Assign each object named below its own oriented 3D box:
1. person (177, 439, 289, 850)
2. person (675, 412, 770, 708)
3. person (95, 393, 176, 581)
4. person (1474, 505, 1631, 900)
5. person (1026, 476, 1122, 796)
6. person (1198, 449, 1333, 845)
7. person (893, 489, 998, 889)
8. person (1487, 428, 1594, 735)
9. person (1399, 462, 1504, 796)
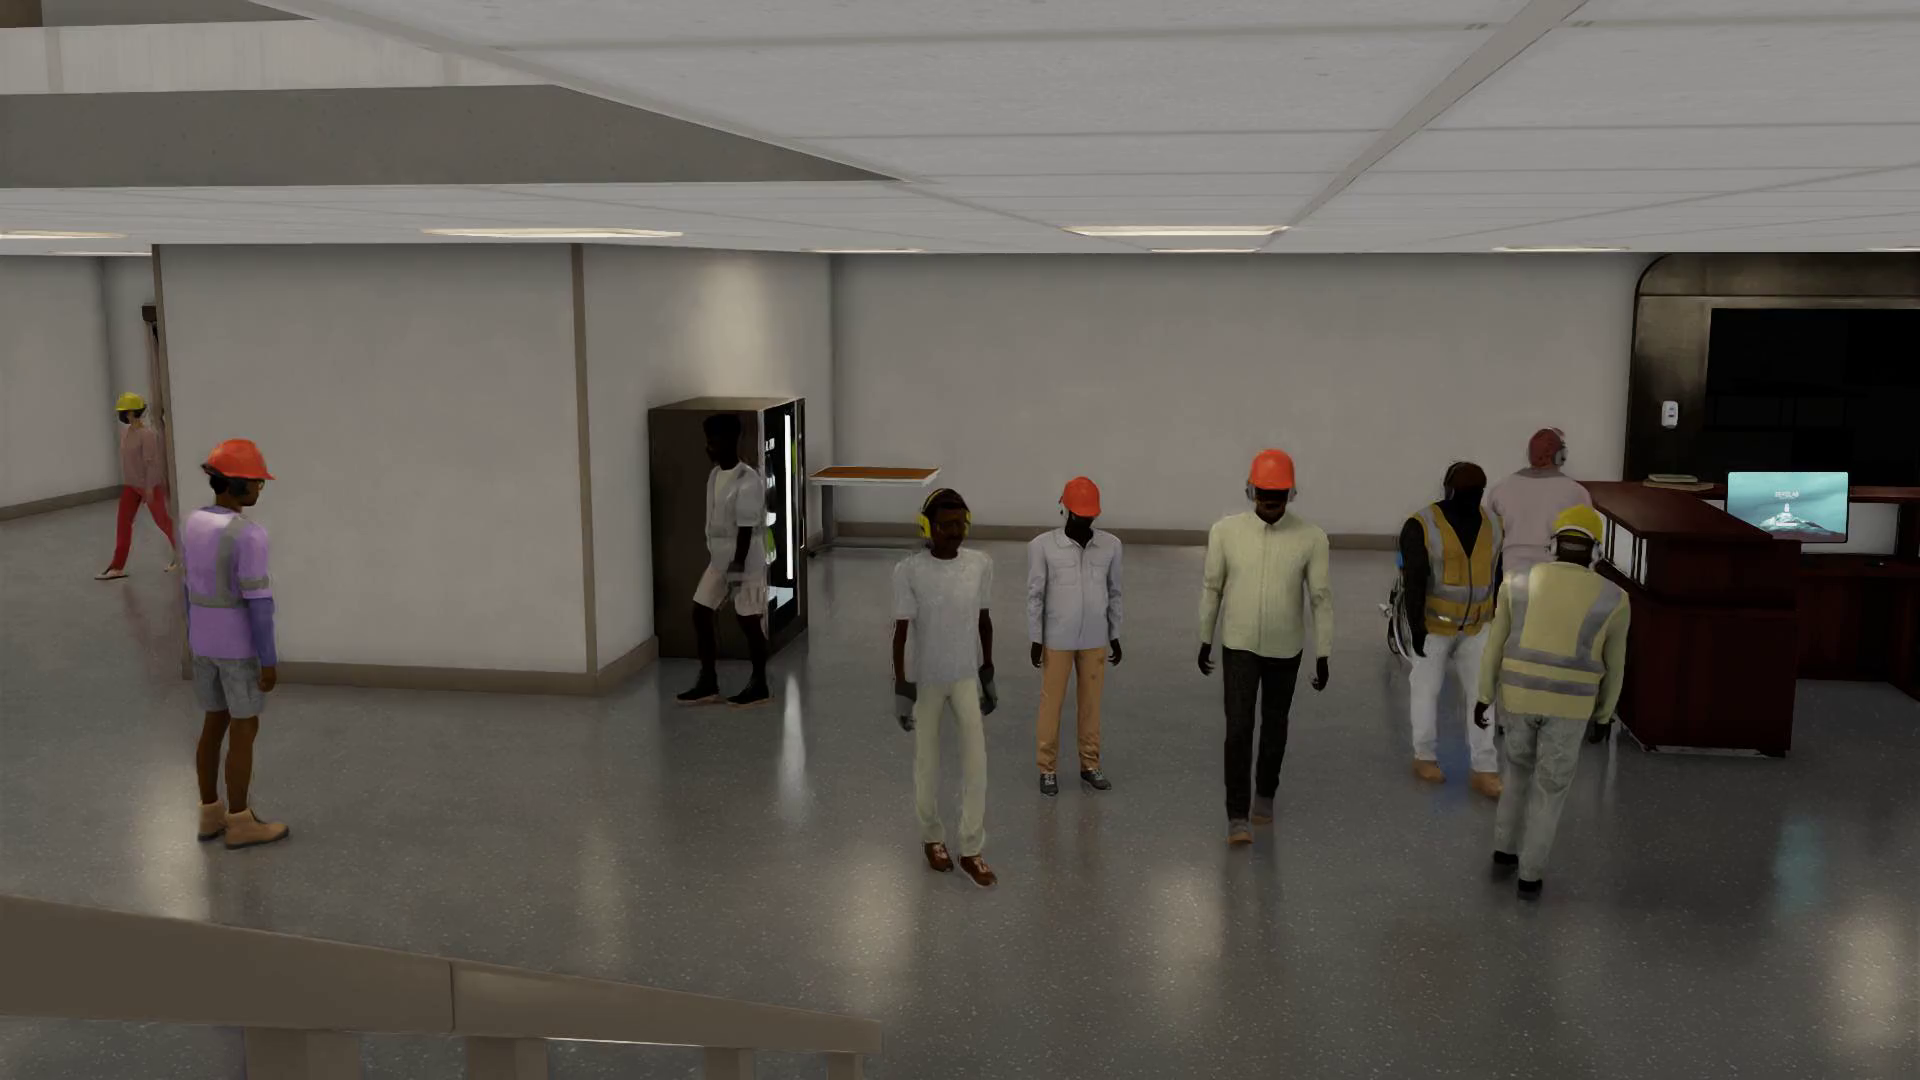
[{"bbox_3d":[-3.583,0.510,8.257,0.638,2.028,0.433,6,11,33],"label":"person"},{"bbox_3d":[-1.551,0.153,10.714,0.731,1.942,0.610,-7,12,-37],"label":"person"},{"bbox_3d":[-7.642,-0.517,15.523,0.535,1.720,0.893,5,11,29],"label":"person"},{"bbox_3d":[2.714,0.733,7.614,0.629,1.785,0.603,6,11,31],"label":"person"},{"bbox_3d":[0.633,0.517,9.060,0.559,1.745,0.333,-3,10,-17],"label":"person"},{"bbox_3d":[1.518,0.533,8.276,0.654,1.960,0.937,1,9,9],"label":"person"},{"bbox_3d":[-0.032,0.688,7.680,0.565,1.844,0.741,-3,10,-18],"label":"person"},{"bbox_3d":[3.520,0.270,10.117,0.685,1.906,0.401,8,12,40],"label":"person"},{"bbox_3d":[2.715,0.487,9.035,0.637,1.810,0.775,-1,9,-8],"label":"person"}]
